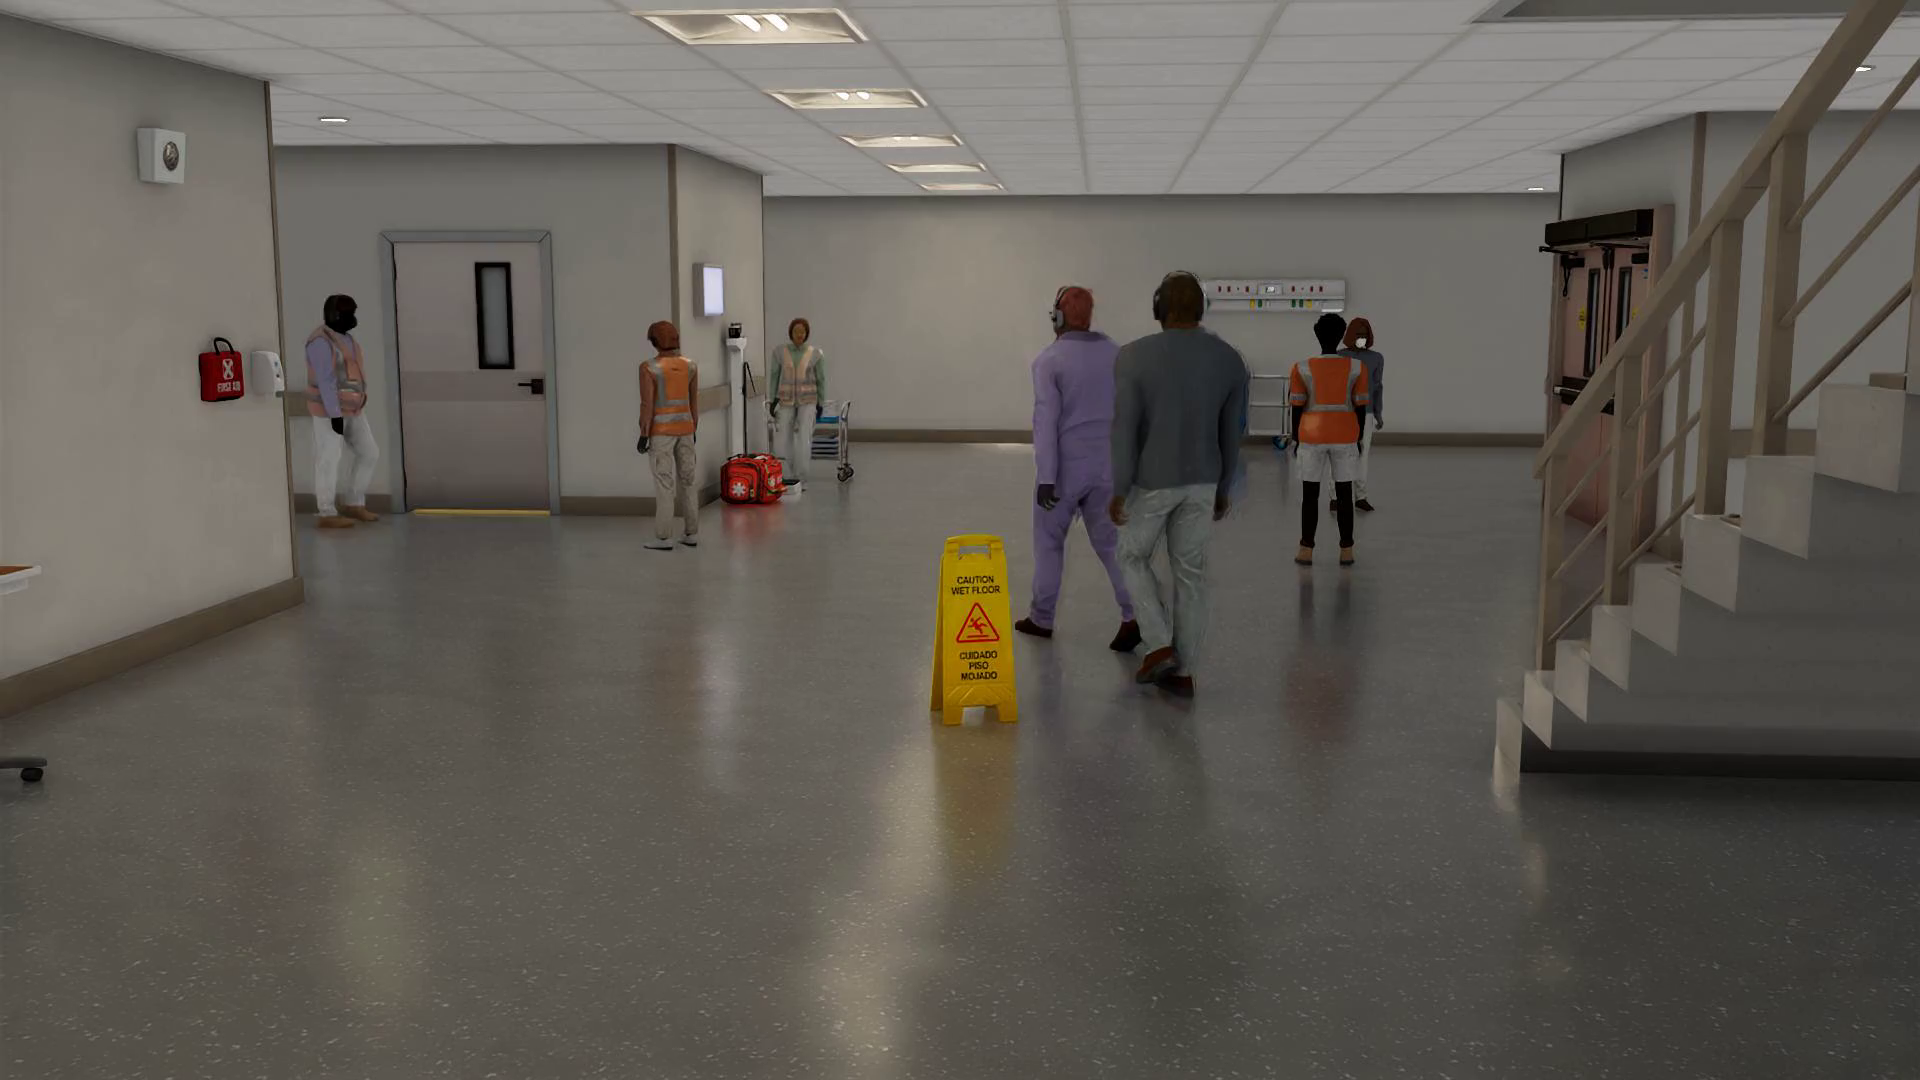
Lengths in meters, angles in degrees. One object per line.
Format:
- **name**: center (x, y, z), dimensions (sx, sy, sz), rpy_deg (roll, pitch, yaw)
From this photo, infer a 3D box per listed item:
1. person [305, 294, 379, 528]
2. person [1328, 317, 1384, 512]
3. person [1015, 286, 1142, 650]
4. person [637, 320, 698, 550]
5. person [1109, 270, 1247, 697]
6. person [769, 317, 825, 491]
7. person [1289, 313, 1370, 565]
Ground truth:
- **person**: center (-4.795, -0.987, 12.927), dimensions (0.549, 1.824, 0.645), rpy_deg (1, 8, 8)
- **person**: center (3.316, -1.050, 13.984), dimensions (0.497, 1.633, 0.288), rpy_deg (-1, 8, -8)
- **person**: center (0.655, -0.372, 8.591), dimensions (0.653, 1.872, 0.926), rpy_deg (-5, 10, -33)
- **person**: center (-2.080, -0.746, 11.896), dimensions (0.310, 1.639, 0.514), rpy_deg (8, 11, 42)
- **person**: center (0.958, -0.247, 7.532), dimensions (0.637, 1.923, 0.452), rpy_deg (-2, 9, -14)
- **person**: center (-1.522, -1.286, 15.641), dimensions (0.519, 1.614, 0.632), rpy_deg (0, 8, 2)
- **person**: center (2.467, -0.667, 11.163), dimensions (0.534, 1.697, 0.318), rpy_deg (1, 8, 4)
